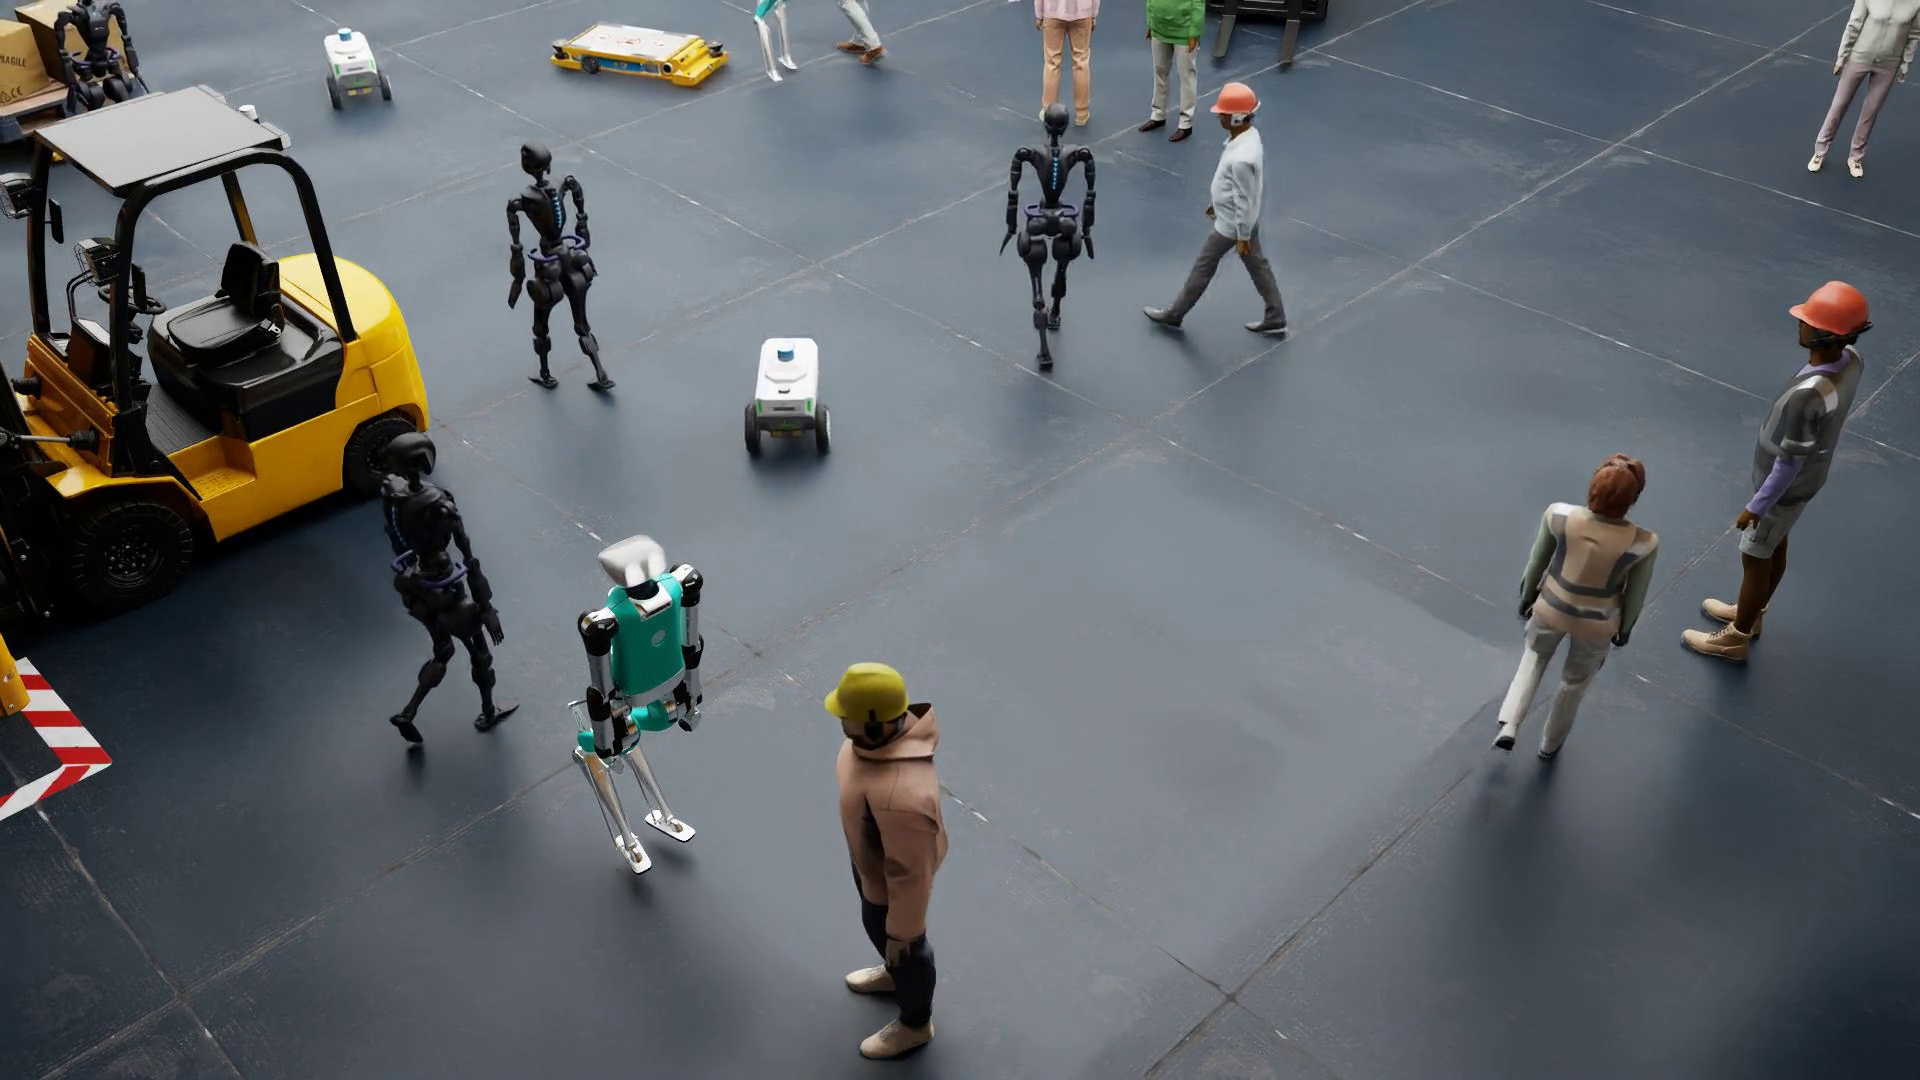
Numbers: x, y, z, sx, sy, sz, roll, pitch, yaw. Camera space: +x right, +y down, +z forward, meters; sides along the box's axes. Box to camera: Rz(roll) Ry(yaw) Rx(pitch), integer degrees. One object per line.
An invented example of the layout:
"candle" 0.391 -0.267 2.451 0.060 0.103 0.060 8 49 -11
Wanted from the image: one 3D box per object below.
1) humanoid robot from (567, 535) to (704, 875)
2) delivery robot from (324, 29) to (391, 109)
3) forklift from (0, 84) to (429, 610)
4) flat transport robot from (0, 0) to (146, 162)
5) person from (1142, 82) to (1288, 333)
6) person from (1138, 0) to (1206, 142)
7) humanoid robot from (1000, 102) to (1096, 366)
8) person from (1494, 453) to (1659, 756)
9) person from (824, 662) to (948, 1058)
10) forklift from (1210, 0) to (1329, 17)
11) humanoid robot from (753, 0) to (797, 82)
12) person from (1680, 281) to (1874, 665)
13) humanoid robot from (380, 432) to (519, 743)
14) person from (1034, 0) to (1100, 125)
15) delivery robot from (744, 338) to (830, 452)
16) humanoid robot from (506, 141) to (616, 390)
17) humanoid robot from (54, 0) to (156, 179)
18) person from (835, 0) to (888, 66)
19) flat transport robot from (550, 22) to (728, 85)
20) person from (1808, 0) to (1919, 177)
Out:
"humanoid robot" -1.392 0.612 6.839 0.533 1.677 0.735 -31 47 -34
"delivery robot" -5.178 -4.037 14.171 0.499 0.606 0.808 -15 39 -19
"forklift" -4.145 -1.093 8.856 2.313 2.155 1.214 -31 47 -34
"flat transport robot" -7.446 -3.460 13.629 1.431 0.231 0.659 27 45 32
"person" 1.734 -2.088 10.597 0.955 1.691 0.561 10 38 14
"person" 1.696 -4.064 13.178 0.540 1.779 0.384 27 45 32
"humanoid robot" 0.560 -1.952 10.484 0.605 1.635 0.786 -3 37 -3
"person" 2.723 0.355 7.385 0.514 1.631 0.434 22 42 26
"person" -0.247 1.167 6.099 0.416 1.865 0.815 -7 37 -9
"forklift" 3.106 -6.400 15.960 1.214 2.155 2.313 8 37 10
"humanoid robot" -1.542 -4.848 14.246 0.561 1.741 0.850 -16 40 -21
"person" 3.895 -0.296 7.913 0.378 2.045 0.604 28 45 32
"humanoid robot" -2.378 0.257 7.484 0.608 1.636 0.589 22 42 26
"person" 0.857 -4.194 13.345 0.525 1.784 0.404 0 37 -1
"delivery robot" -1.029 -0.887 9.951 0.499 0.602 0.806 -1 37 -1
"humanoid robot" -2.443 -1.643 10.034 0.610 1.638 0.599 29 46 33
"humanoid robot" -6.418 -3.458 12.463 0.669 1.623 0.607 28 45 32
"person" -0.891 -5.062 14.399 0.591 1.911 0.634 15 39 19
"flat transport robot" -2.855 -4.322 14.782 1.431 0.231 0.659 13 39 16
"person" 6.910 -3.606 12.572 0.530 1.767 0.326 11 38 15
